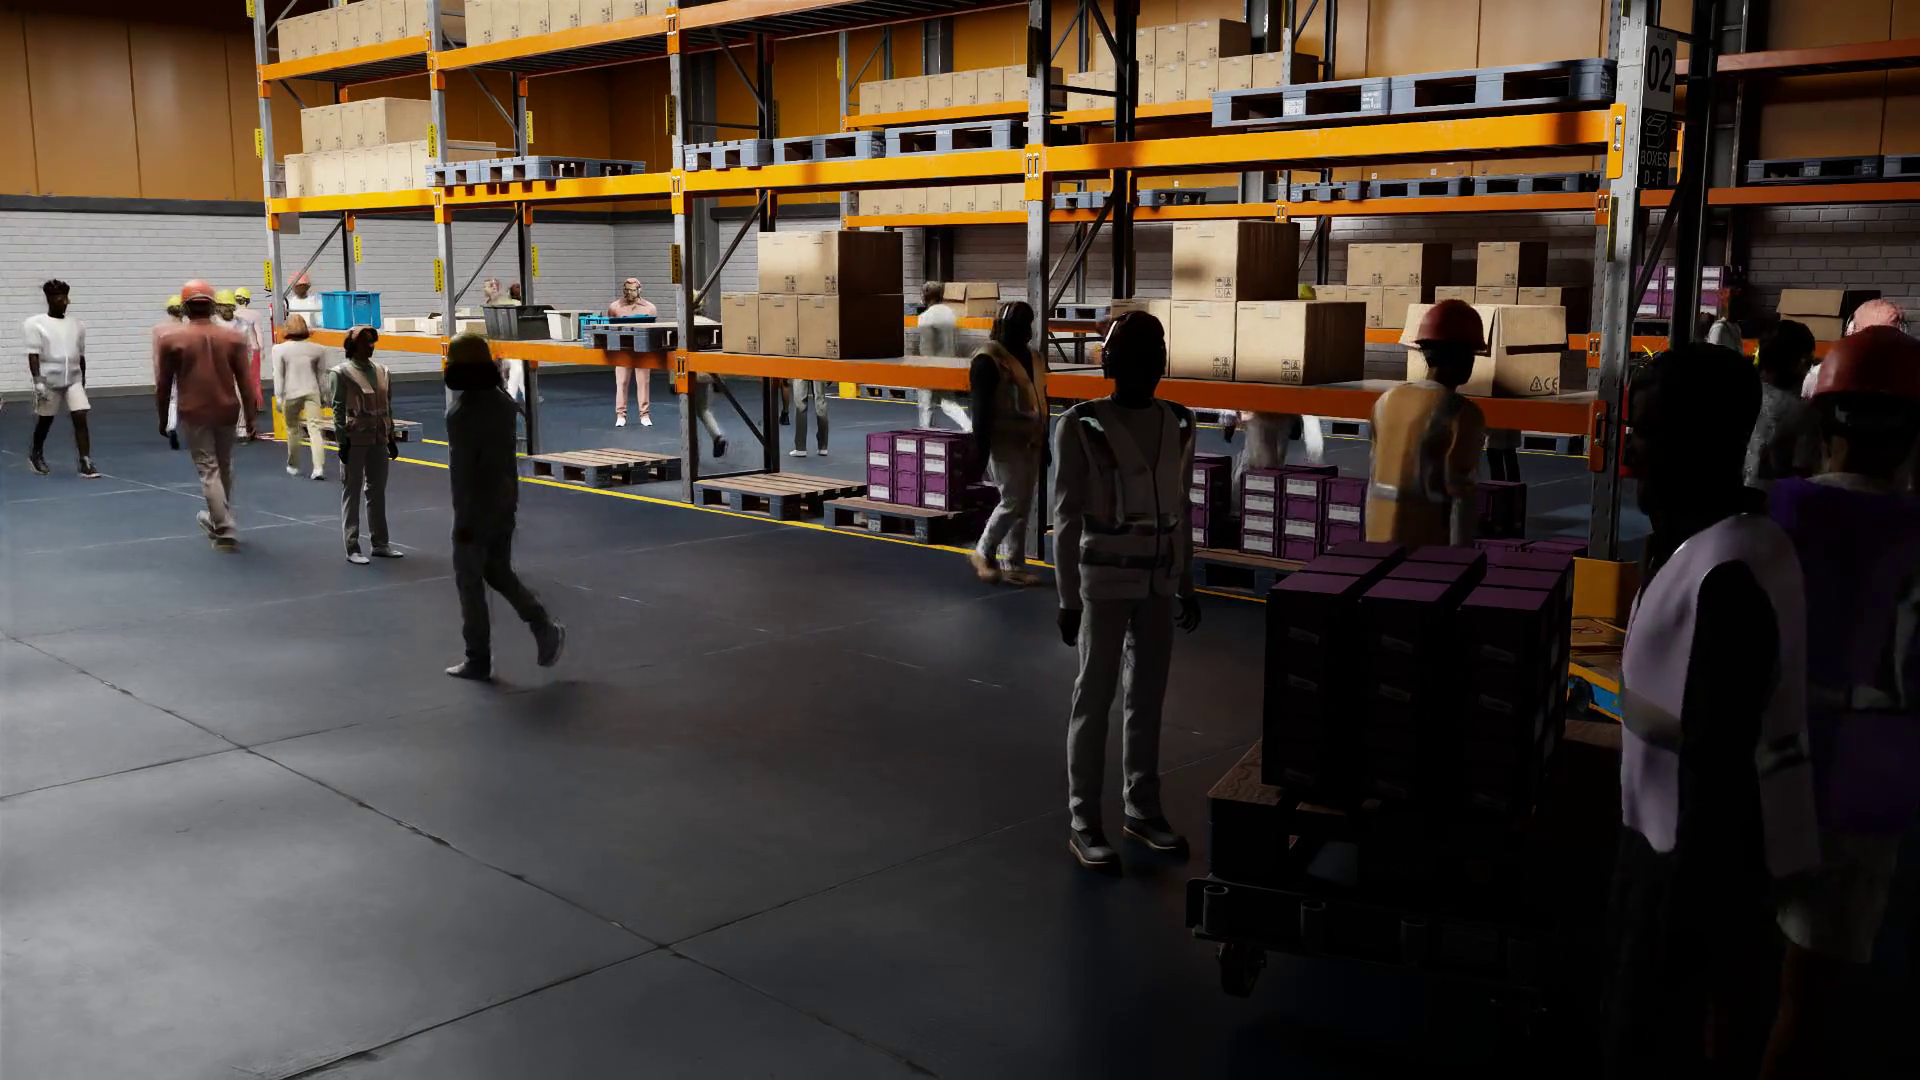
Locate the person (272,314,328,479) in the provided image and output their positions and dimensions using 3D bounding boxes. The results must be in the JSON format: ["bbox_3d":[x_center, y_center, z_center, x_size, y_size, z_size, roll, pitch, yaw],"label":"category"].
[{"bbox_3d":[-6.363,-1.382,16.067,0.513,1.587,0.881,-6,11,-34],"label":"person"}]

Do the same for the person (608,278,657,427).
[{"bbox_3d":[-4.201,-2.404,21.383,0.636,1.903,0.404,-3,10,-15],"label":"person"}]

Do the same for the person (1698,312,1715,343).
[{"bbox_3d":[7.226,-1.410,16.221,0.520,1.597,0.854,-8,12,-40],"label":"person"}]

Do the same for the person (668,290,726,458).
[{"bbox_3d":[-2.750,-1.698,17.322,0.499,1.819,0.607,8,12,42],"label":"person"}]

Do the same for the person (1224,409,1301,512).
[{"bbox_3d":[2.339,-0.907,12.521,0.651,1.790,0.979,-8,12,-41],"label":"person"}]

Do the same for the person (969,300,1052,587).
[{"bbox_3d":[0.344,-0.601,10.565,0.438,1.830,0.627,7,12,37],"label":"person"}]

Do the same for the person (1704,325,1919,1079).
[{"bbox_3d":[1.779,0.513,3.463,0.593,1.909,0.450,7,11,36],"label":"person"}]

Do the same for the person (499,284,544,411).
[{"bbox_3d":[-6.257,-2.760,23.864,0.652,1.799,0.915,6,11,33],"label":"person"}]

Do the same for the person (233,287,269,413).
[{"bbox_3d":[-10.049,-2.668,23.409,0.523,1.769,0.317,-1,9,-6],"label":"person"}]

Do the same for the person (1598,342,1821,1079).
[{"bbox_3d":[1.433,0.581,3.119,0.593,1.894,0.602,3,10,18],"label":"person"}]

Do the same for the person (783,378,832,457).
[{"bbox_3d":[-1.635,-1.848,17.888,0.587,1.928,0.362,-4,10,-24],"label":"person"}]

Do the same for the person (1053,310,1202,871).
[{"bbox_3d":[0.575,0.169,5.660,0.584,1.880,0.346,-6,11,-31],"label":"person"}]

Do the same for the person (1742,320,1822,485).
[{"bbox_3d":[3.307,0.002,6.906,0.978,1.808,0.637,-6,11,-34],"label":"person"}]

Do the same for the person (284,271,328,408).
[{"bbox_3d":[-8.841,-2.622,22.440,0.628,1.989,1.040,1,9,5],"label":"person"}]

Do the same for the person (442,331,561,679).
[{"bbox_3d":[-2.278,-0.158,8.133,0.525,1.725,0.495,4,10,24],"label":"person"}]

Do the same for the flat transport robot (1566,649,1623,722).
[{"bbox_3d":[3.178,0.709,7.274,0.652,0.197,1.431,-1,9,-9],"label":"flat transport robot"}]

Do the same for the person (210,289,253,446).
[{"bbox_3d":[-8.492,-2.002,19.236,0.591,1.805,0.802,-6,11,-33],"label":"person"}]

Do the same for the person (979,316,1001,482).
[{"bbox_3d":[0.371,-1.167,14.615,0.507,1.631,0.268,-5,10,-27],"label":"person"}]

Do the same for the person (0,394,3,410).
[{"bbox_3d":[-8.803,-1.290,14.596,0.648,1.889,1.025,-9,13,-43],"label":"person"}]

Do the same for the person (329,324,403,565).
[{"bbox_3d":[-4.113,-0.663,11.496,0.308,1.645,0.514,5,10,27],"label":"person"}]

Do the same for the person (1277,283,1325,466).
[{"bbox_3d":[2.815,-1.131,13.578,0.623,1.889,0.881,-5,11,-30],"label":"person"}]

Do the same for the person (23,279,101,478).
[{"bbox_3d":[-8.788,-1.572,16.183,0.959,1.934,0.600,7,12,37],"label":"person"}]

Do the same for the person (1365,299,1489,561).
[{"bbox_3d":[1.759,0.054,6.313,0.525,1.909,0.579,-4,10,-24],"label":"person"}]

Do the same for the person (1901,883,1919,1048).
[{"bbox_3d":[1.780,0.703,2.574,0.594,1.838,0.649,9,13,44],"label":"person"}]

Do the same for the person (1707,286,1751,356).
[{"bbox_3d":[6.757,-1.291,14.652,0.501,1.867,0.576,5,11,30],"label":"person"}]

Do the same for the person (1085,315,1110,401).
[{"bbox_3d":[1.391,-1.229,15.071,0.370,1.605,0.666,-9,13,-44],"label":"person"}]

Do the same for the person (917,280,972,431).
[{"bbox_3d":[-0.169,-1.825,17.837,0.794,1.915,0.658,6,11,34],"label":"person"}]

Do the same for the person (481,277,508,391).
[{"bbox_3d":[-6.956,-2.957,24.795,0.432,1.892,0.651,-4,10,-25],"label":"person"}]

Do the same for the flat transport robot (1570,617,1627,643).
[{"bbox_3d":[2.748,0.552,8.240,1.431,0.197,0.652,-2,9,-9],"label":"flat transport robot"}]

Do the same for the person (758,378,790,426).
[{"bbox_3d":[-2.420,-2.430,21.429,0.362,1.935,0.553,8,12,42],"label":"person"}]

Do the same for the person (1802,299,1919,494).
[{"bbox_3d":[4.362,-0.218,8.027,0.682,1.880,0.649,0,9,-1],"label":"person"}]

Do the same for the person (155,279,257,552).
[{"bbox_3d":[-5.510,-0.910,12.105,0.617,1.938,0.986,-9,13,-44],"label":"person"}]

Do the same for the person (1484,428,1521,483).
[{"bbox_3d":[4.365,-1.010,13.446,0.540,1.698,0.314,-8,12,-41],"label":"person"}]

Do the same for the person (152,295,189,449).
[{"bbox_3d":[-8.836,-1.897,18.806,0.531,1.740,0.780,-4,10,-22],"label":"person"}]
